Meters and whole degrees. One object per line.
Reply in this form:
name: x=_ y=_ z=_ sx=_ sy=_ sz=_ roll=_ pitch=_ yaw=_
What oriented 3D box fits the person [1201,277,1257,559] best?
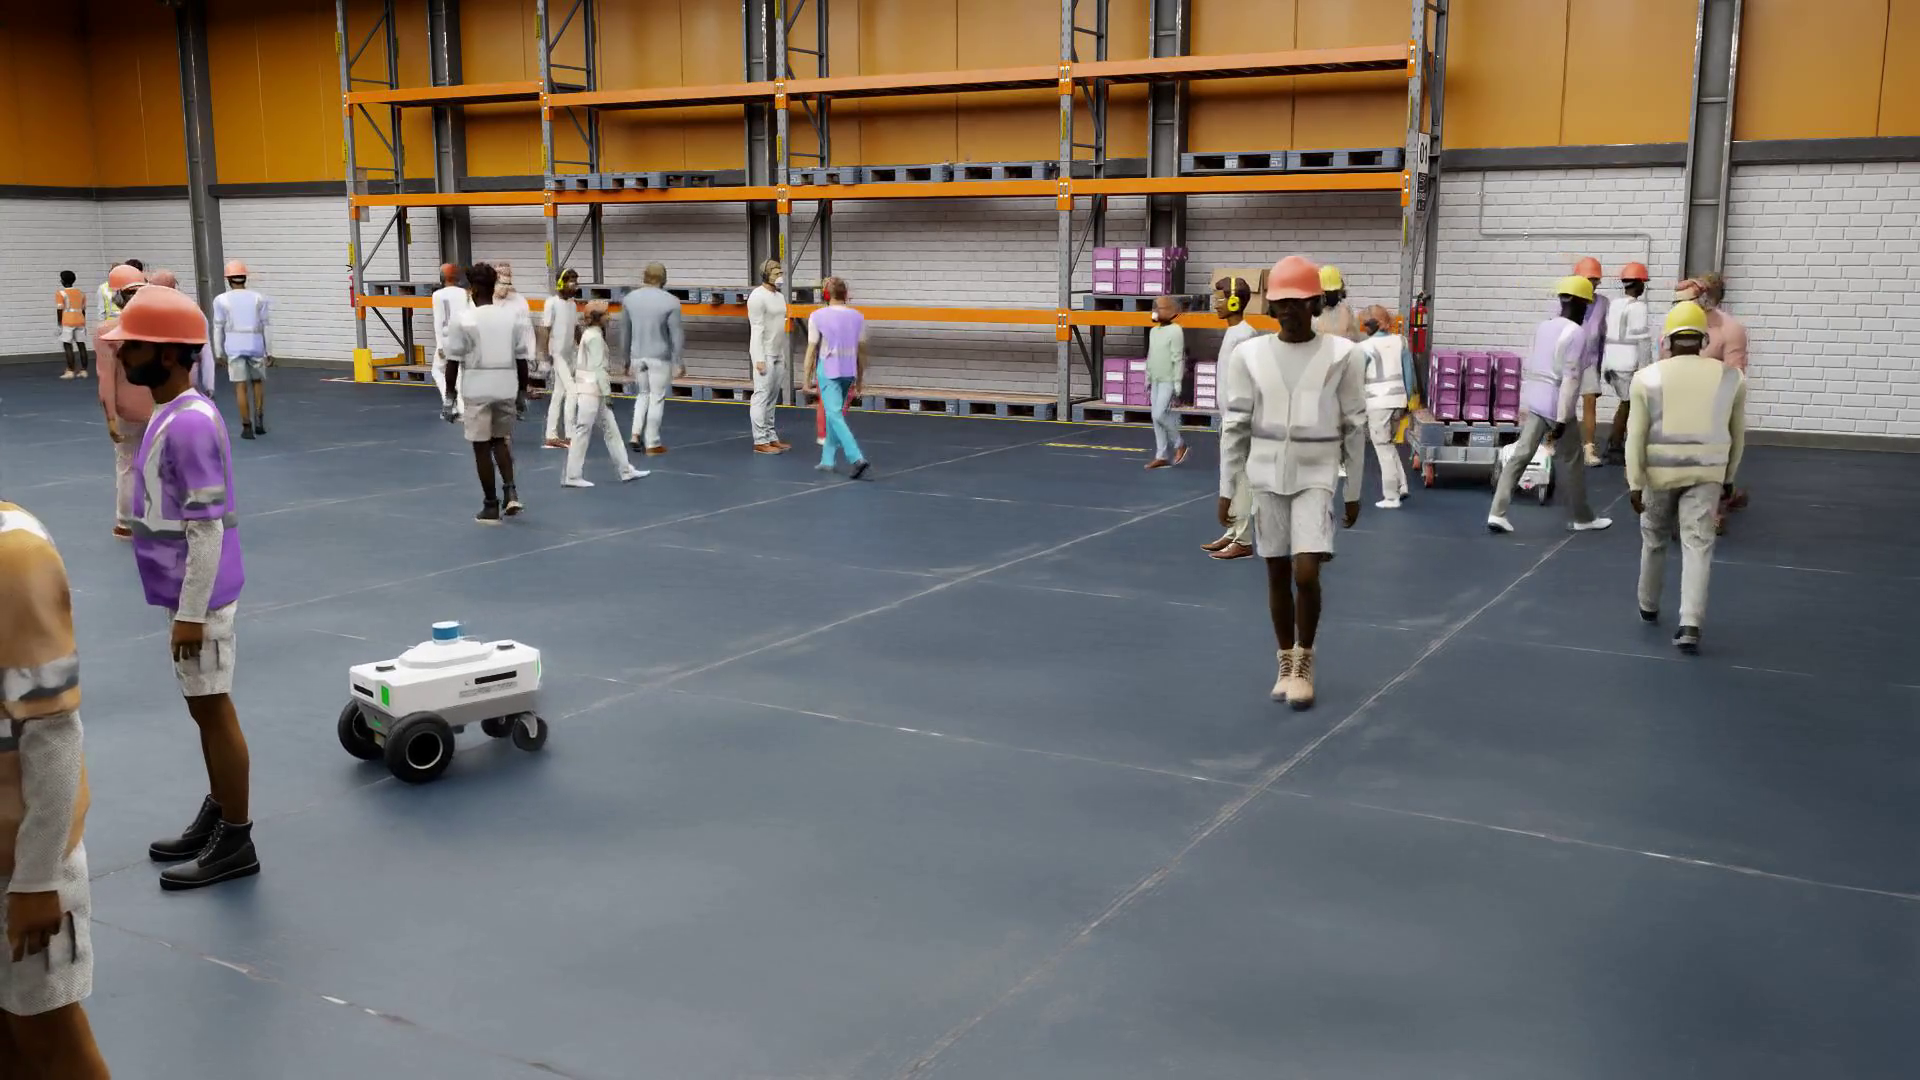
person: x=1.805 y=-0.803 z=11.036 sx=0.312 sy=1.866 sz=0.538 roll=0 pitch=10 yaw=-1

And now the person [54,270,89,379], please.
person: x=-13.892 y=-3.360 z=26.000 sx=0.321 sy=1.696 sz=0.560 roll=4 pitch=11 yaw=20

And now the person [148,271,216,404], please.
person: x=-6.635 y=-1.311 z=13.957 sx=0.672 sy=1.849 sz=1.023 roll=-6 pitch=12 yaw=-30

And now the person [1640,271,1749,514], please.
person: x=5.672 y=-1.115 z=12.774 sx=1.040 sy=1.881 sz=0.636 roll=-6 pitch=12 yaw=-30

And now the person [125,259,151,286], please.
person: x=-10.894 y=-2.803 z=22.268 sx=0.443 sy=1.895 sz=0.634 roll=1 pitch=10 yaw=3

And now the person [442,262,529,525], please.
person: x=-3.534 y=-1.086 z=12.416 sx=0.454 sy=1.949 sz=0.623 roll=10 pitch=14 yaw=44

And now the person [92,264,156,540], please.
person: x=-5.630 y=-0.922 z=11.502 sx=0.613 sy=1.950 sz=1.002 roll=-9 pitch=13 yaw=-41

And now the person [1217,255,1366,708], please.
person: x=1.460 y=-0.246 z=7.431 sx=0.623 sy=2.018 sz=0.612 roll=4 pitch=11 yaw=22

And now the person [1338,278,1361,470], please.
person: x=3.462 y=-1.553 z=15.454 sx=0.553 sy=1.815 sz=0.755 roll=0 pitch=10 yaw=-2

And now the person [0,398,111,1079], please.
person: x=-1.863 y=0.554 z=3.156 sx=0.547 sy=1.934 sz=0.376 roll=8 pitch=13 yaw=39

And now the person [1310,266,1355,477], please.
person: x=3.262 y=-1.507 z=14.922 sx=0.664 sy=1.897 sz=0.558 roll=-4 pitch=11 yaw=-24

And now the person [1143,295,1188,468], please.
person: x=1.879 y=-1.458 z=15.442 sx=0.366 sy=1.617 sz=0.518 roll=-5 pitch=11 yaw=-24

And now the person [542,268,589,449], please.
person: x=-3.984 y=-1.832 z=16.920 sx=0.676 sy=1.838 sz=0.552 roll=2 pitch=10 yaw=11

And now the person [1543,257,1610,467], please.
person: x=5.891 y=-1.726 z=15.956 sx=0.615 sy=1.981 sz=1.113 roll=-1 pitch=10 yaw=-4

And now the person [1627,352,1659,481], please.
person: x=6.152 y=-1.253 z=14.176 sx=0.890 sy=1.642 sz=0.542 roll=9 pitch=13 yaw=40

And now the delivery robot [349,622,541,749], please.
delivery robot: x=-2.057 y=0.573 z=6.691 sx=0.707 sy=0.478 sz=0.477 roll=-9 pitch=14 yaw=-43

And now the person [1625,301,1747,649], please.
person: x=3.790 y=-0.350 z=8.719 sx=0.585 sy=1.790 sz=0.946 roll=3 pitch=11 yaw=18

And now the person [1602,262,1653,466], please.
person: x=6.309 y=-1.646 z=15.666 sx=0.419 sy=1.925 sz=0.602 roll=-1 pitch=10 yaw=-5

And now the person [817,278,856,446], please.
person: x=-1.302 y=-1.830 z=17.218 sx=0.463 sy=1.750 sz=0.537 roll=4 pitch=11 yaw=21

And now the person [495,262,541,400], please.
person: x=-6.197 y=-2.819 z=22.508 sx=1.009 sy=1.859 sz=0.643 roll=7 pitch=12 yaw=33

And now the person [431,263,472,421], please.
person: x=-6.039 y=-2.340 z=19.729 sx=0.496 sy=1.863 sz=0.591 roll=7 pitch=12 yaw=35

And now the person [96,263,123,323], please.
person: x=-11.507 y=-2.887 z=22.903 sx=0.633 sy=1.842 sz=0.429 roll=-7 pitch=12 yaw=-36

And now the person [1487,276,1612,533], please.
person: x=4.248 y=-0.958 z=11.959 sx=1.025 sy=1.864 sz=0.606 roll=-3 pitch=11 yaw=-18

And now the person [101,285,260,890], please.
person: x=-2.513 y=0.156 z=5.390 sx=0.356 sy=1.942 sz=0.542 roll=-5 pitch=11 yaw=-28

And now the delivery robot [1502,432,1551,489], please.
delivery robot: x=4.608 y=-0.636 z=13.538 sx=0.477 sy=0.478 sz=0.707 roll=3 pitch=10 yaw=15

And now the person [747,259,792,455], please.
person: x=-1.906 y=-1.831 z=16.652 sx=0.377 sy=1.940 sz=0.628 roll=3 pitch=11 yaw=18

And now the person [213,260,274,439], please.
person: x=-7.743 y=-2.050 z=17.953 sx=0.569 sy=1.912 sz=0.581 roll=-6 pitch=12 yaw=-31

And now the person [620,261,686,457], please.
person: x=-3.010 y=-1.769 z=16.348 sx=0.643 sy=1.919 sz=0.427 roll=4 pitch=11 yaw=22

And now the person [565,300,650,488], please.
person: x=-3.053 y=-1.250 z=14.305 sx=0.805 sy=1.599 sz=0.545 roll=-2 pitch=10 yaw=-14

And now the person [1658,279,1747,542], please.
person: x=5.181 y=-0.908 z=11.717 sx=0.648 sy=1.831 sz=1.050 roll=9 pitch=13 yaw=41

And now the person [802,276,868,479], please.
person: x=-1.090 y=-1.461 z=14.940 sx=0.581 sy=1.812 sz=0.909 roll=-8 pitch=13 yaw=-39

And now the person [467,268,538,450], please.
person: x=-4.726 y=-1.877 z=17.160 sx=0.635 sy=1.858 sz=0.944 roll=-7 pitch=12 yaw=-33

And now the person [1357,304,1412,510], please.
person: x=3.316 y=-1.037 z=13.058 sx=0.535 sy=1.611 sz=0.408 roll=-6 pitch=12 yaw=-31
